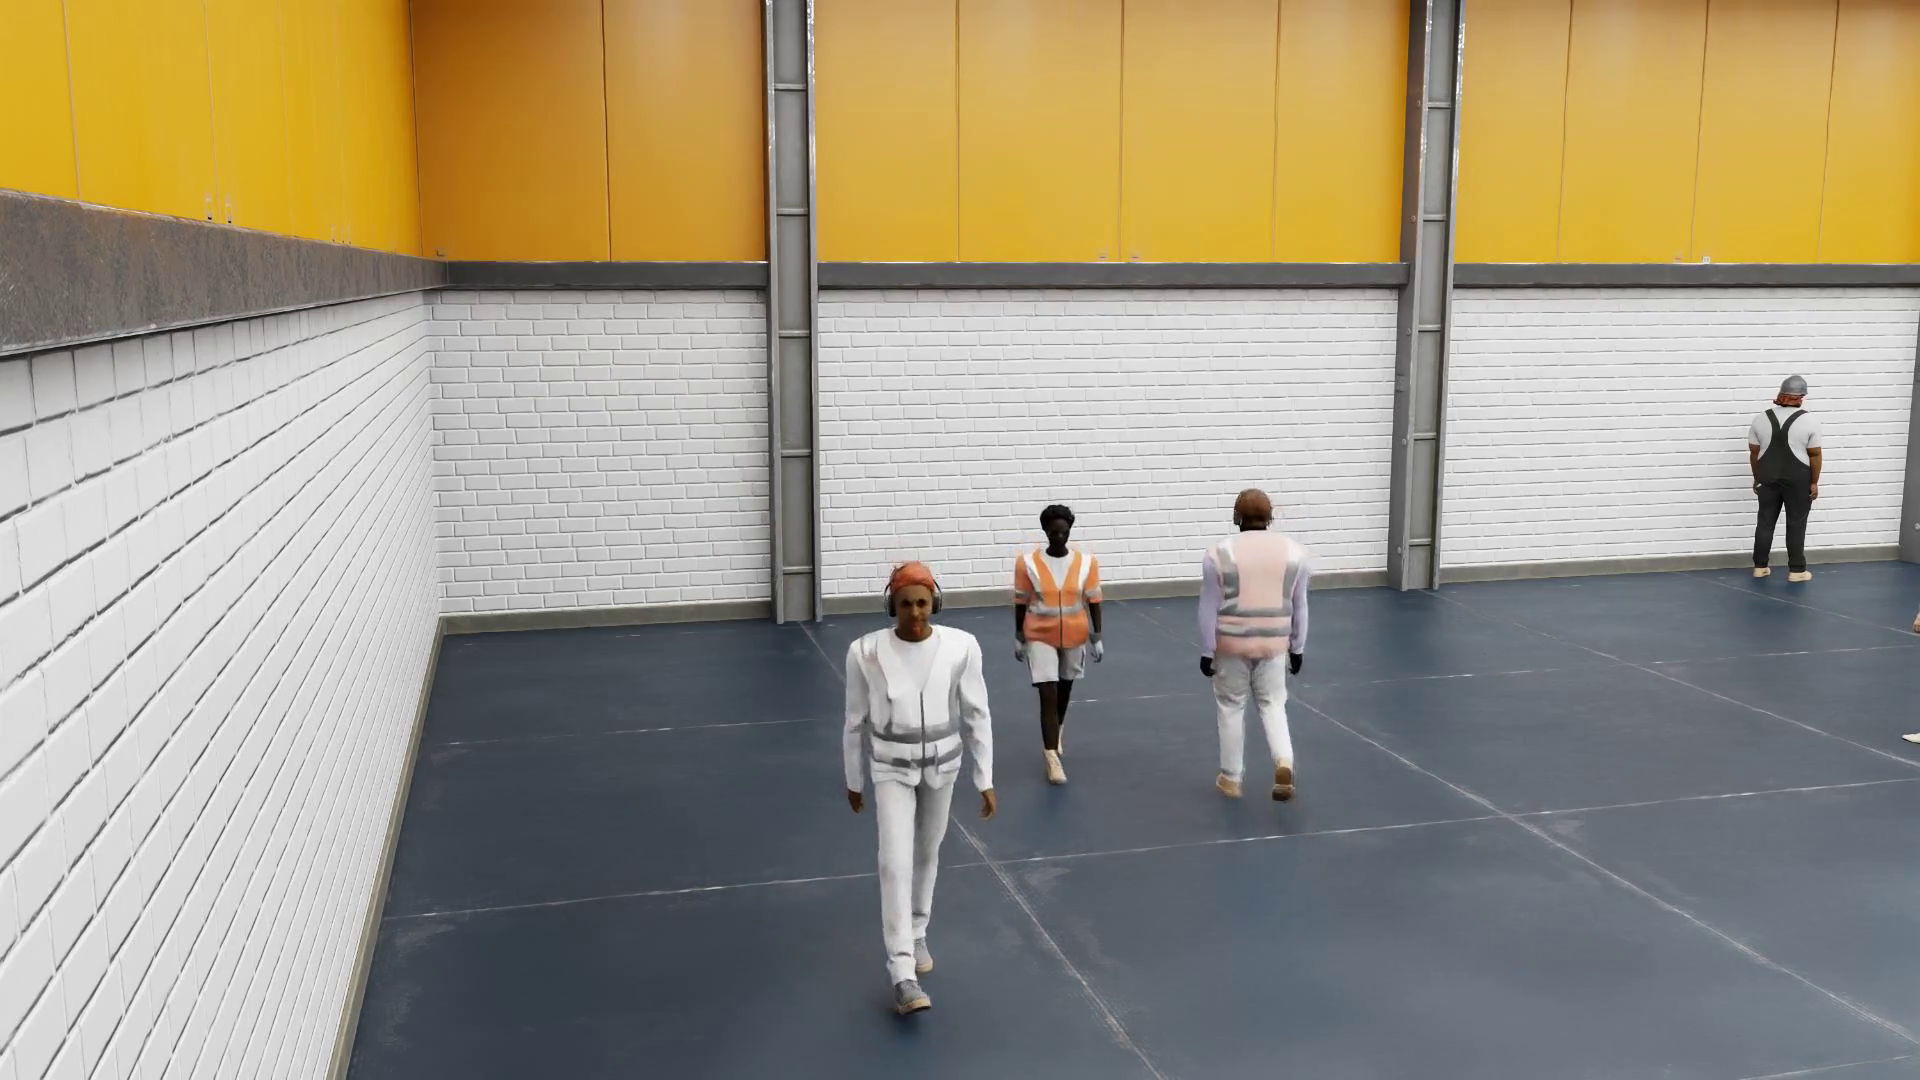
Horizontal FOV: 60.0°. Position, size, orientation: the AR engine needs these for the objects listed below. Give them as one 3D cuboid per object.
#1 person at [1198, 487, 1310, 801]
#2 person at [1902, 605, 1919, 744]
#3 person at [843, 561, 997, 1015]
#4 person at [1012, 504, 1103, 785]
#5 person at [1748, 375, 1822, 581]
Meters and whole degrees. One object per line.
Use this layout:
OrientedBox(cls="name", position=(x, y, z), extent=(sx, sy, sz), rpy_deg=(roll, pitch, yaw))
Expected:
OrientedBox(cls="person", position=(1.671, 0.615, 9.473), extent=(0.631, 1.827, 0.631), rpy_deg=(-1, 9, -7))
OrientedBox(cls="person", position=(6.344, 0.449, 10.667), extent=(0.525, 1.771, 0.312), rpy_deg=(-4, 10, -22))
OrientedBox(cls="person", position=(-0.159, 1.009, 6.937), extent=(0.588, 1.836, 0.944), rpy_deg=(-2, 9, -15))
OrientedBox(cls="person", position=(0.594, 0.590, 10.150), extent=(0.543, 1.653, 0.862), rpy_deg=(-1, 9, -8))
OrientedBox(cls="person", position=(8.204, -0.620, 16.493), extent=(0.537, 2.000, 0.682), rpy_deg=(-8, 12, -42))
